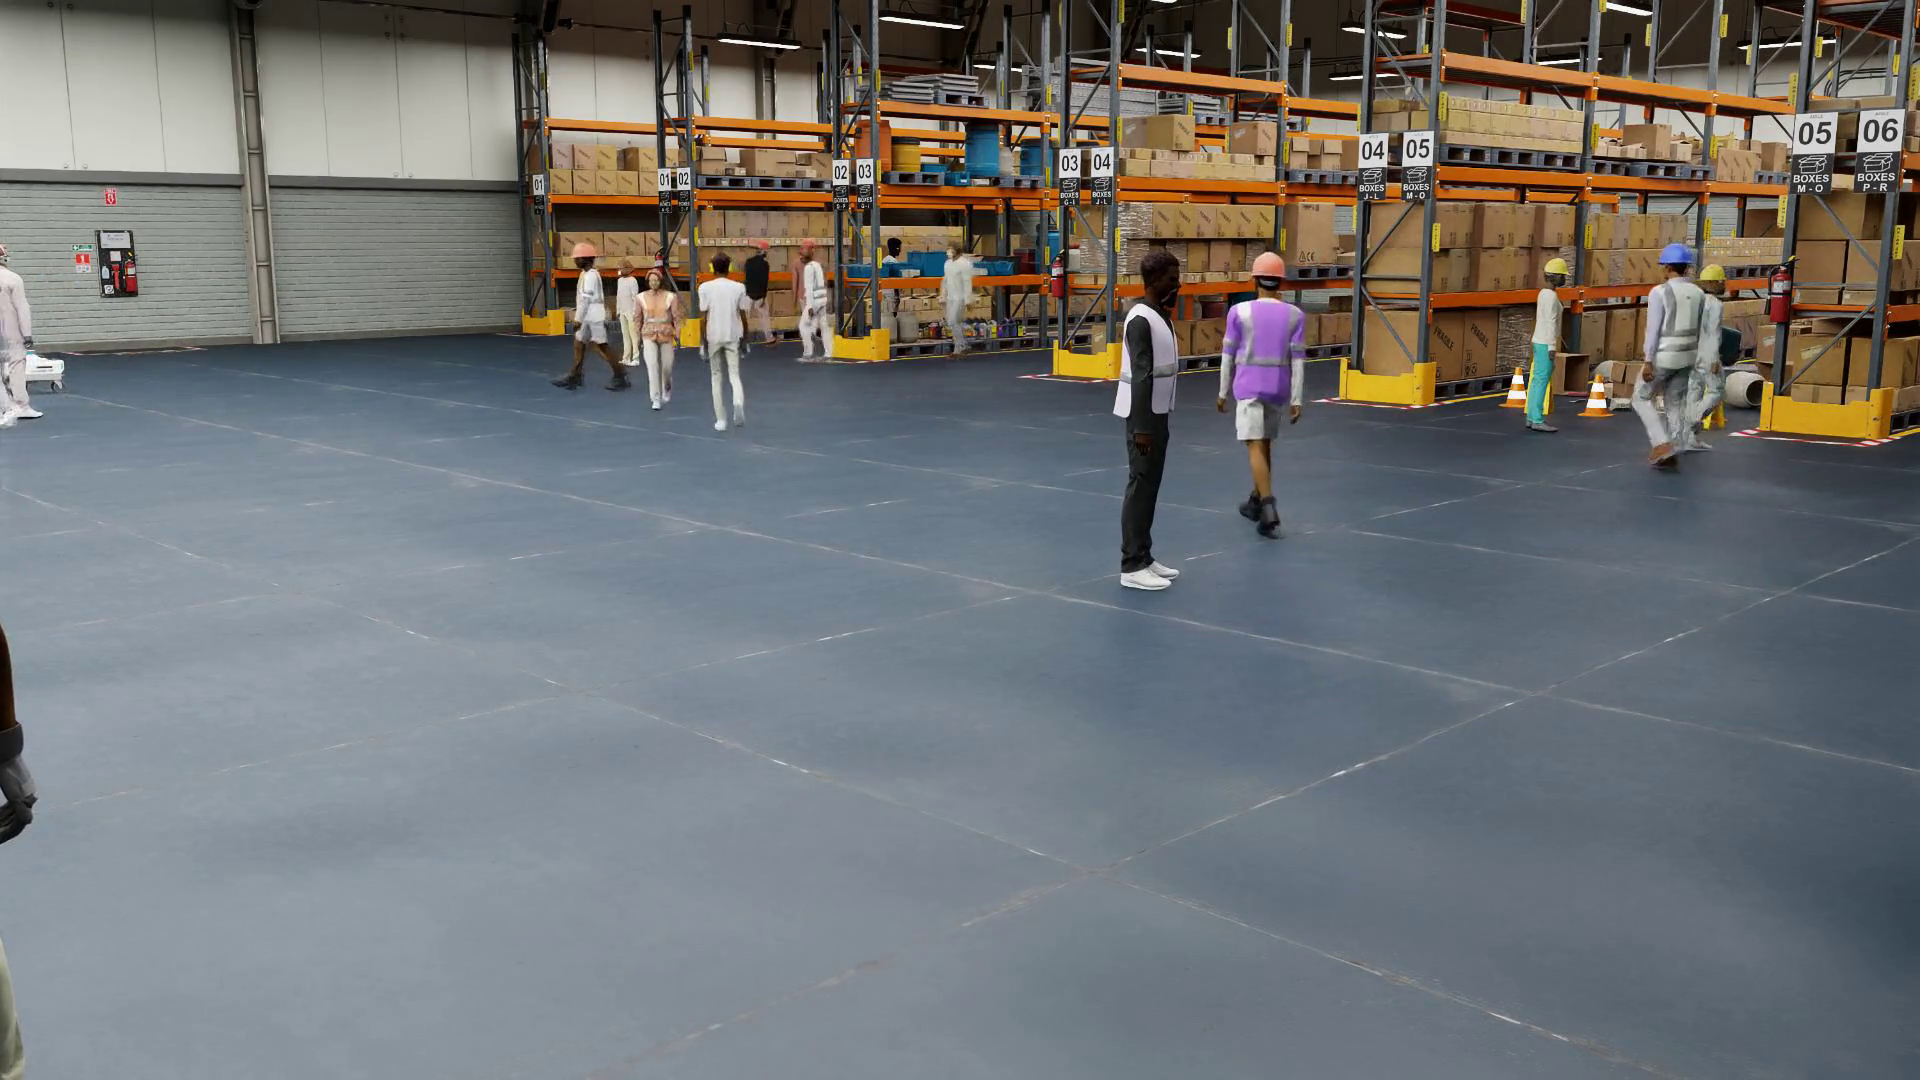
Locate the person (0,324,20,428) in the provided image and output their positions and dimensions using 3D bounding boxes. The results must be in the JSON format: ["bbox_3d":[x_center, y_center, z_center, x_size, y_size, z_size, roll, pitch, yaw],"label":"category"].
[{"bbox_3d":[-10.065,-1.958,17.235,0.371,1.624,0.522,-8,13,-38],"label":"person"}]

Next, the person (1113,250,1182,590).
[{"bbox_3d":[1.079,-0.695,9.554,0.375,1.915,0.598,3,11,16],"label":"person"}]

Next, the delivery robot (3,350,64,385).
[{"bbox_3d":[-11.857,-2.185,21.258,0.707,0.478,0.477,-7,12,-34],"label":"delivery robot"}]

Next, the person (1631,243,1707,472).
[{"bbox_3d":[6.027,-1.546,14.152,0.639,1.927,0.451,-4,11,-23],"label":"person"}]

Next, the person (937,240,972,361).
[{"bbox_3d":[-0.087,-3.853,26.765,0.446,1.918,0.632,-6,12,-28],"label":"person"}]

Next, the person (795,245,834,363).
[{"bbox_3d":[-2.302,-3.697,26.115,0.691,1.841,0.728,4,11,21],"label":"person"}]

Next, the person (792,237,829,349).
[{"bbox_3d":[-2.630,-4.311,29.146,0.630,1.973,0.863,1,10,5],"label":"person"}]

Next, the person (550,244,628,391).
[{"bbox_3d":[-4.801,-2.873,21.531,1.002,1.891,0.550,-3,11,-15],"label":"person"}]

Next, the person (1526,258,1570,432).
[{"bbox_3d":[6.052,-2.002,17.099,0.327,1.765,0.528,2,11,9],"label":"person"}]

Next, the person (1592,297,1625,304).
[{"bbox_3d":[11.441,-4.356,29.355,0.600,1.988,1.028,5,12,26],"label":"person"}]

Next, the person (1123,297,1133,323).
[{"bbox_3d":[3.717,-5.707,37.170,0.611,1.806,0.684,9,14,40],"label":"person"}]

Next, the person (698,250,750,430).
[{"bbox_3d":[-2.418,-2.034,17.053,0.530,1.850,0.659,-3,11,-15],"label":"person"}]

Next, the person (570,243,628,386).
[{"bbox_3d":[-4.892,-2.992,22.122,0.872,1.907,0.543,-1,10,-6],"label":"person"}]

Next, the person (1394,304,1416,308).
[{"bbox_3d":[6.697,-3.582,25.506,0.637,1.842,0.429,5,12,27],"label":"person"}]

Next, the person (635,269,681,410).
[{"bbox_3d":[-3.523,-2.355,19.417,0.532,1.615,0.657,-2,11,-10],"label":"person"}]

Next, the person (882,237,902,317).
[{"bbox_3d":[-1.193,-4.343,29.324,0.372,1.958,0.613,-4,11,-21],"label":"person"}]

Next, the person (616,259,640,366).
[{"bbox_3d":[-5.134,-3.506,25.657,0.287,1.633,0.498,-10,14,-43],"label":"person"}]

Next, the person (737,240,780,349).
[{"bbox_3d":[-3.635,-4.372,29.613,0.625,1.932,1.073,6,12,30],"label":"person"}]

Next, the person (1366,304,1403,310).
[{"bbox_3d":[6.016,-3.295,23.747,0.608,1.911,0.439,5,12,27],"label":"person"}]

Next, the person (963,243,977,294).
[{"bbox_3d":[0.153,-5.842,37.811,0.389,1.848,0.563,-9,14,-41],"label":"person"}]

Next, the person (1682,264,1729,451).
[{"bbox_3d":[6.930,-1.688,15.463,0.370,1.729,0.509,-1,10,-7],"label":"person"}]

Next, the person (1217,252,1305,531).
[{"bbox_3d":[2.092,-1.027,11.446,0.544,1.898,0.958,-2,11,-11],"label":"person"}]

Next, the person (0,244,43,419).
[{"bbox_3d":[-10.460,-2.280,18.226,0.650,1.907,0.409,1,10,6],"label":"person"}]
